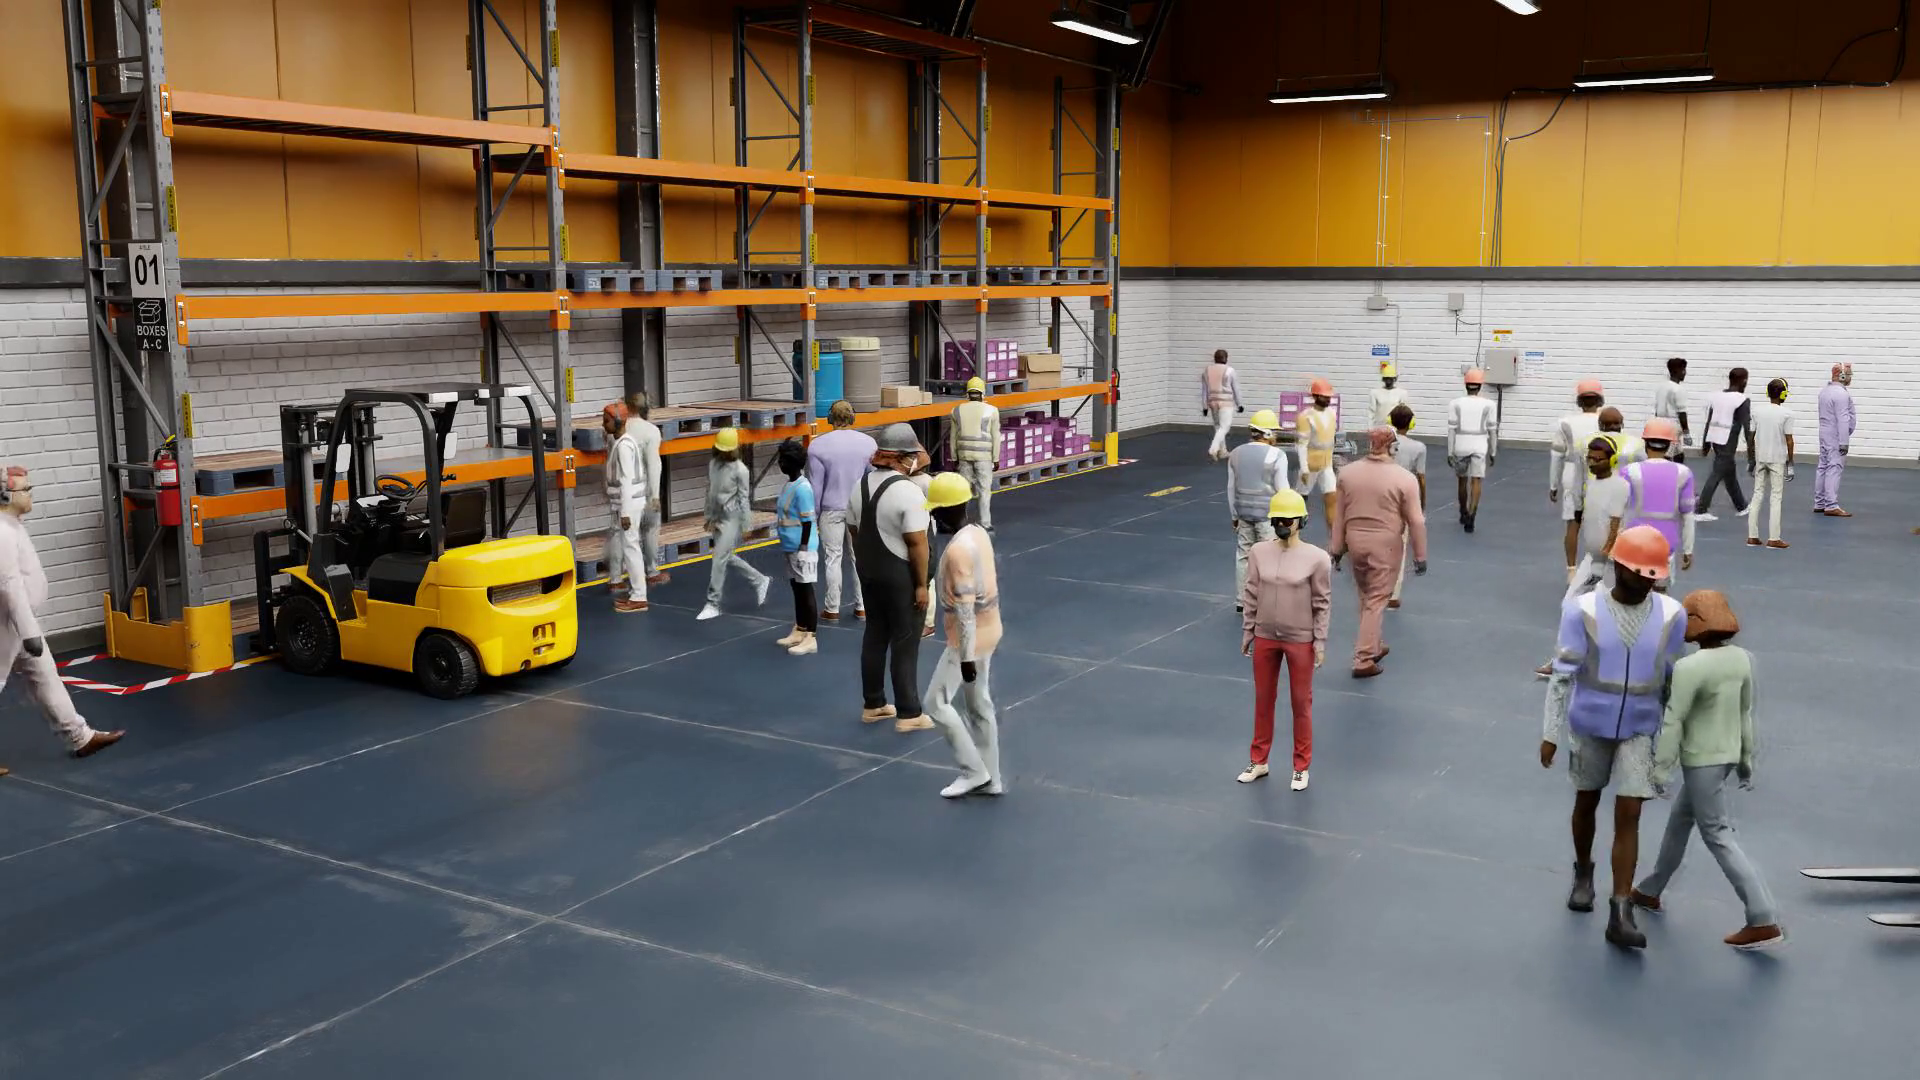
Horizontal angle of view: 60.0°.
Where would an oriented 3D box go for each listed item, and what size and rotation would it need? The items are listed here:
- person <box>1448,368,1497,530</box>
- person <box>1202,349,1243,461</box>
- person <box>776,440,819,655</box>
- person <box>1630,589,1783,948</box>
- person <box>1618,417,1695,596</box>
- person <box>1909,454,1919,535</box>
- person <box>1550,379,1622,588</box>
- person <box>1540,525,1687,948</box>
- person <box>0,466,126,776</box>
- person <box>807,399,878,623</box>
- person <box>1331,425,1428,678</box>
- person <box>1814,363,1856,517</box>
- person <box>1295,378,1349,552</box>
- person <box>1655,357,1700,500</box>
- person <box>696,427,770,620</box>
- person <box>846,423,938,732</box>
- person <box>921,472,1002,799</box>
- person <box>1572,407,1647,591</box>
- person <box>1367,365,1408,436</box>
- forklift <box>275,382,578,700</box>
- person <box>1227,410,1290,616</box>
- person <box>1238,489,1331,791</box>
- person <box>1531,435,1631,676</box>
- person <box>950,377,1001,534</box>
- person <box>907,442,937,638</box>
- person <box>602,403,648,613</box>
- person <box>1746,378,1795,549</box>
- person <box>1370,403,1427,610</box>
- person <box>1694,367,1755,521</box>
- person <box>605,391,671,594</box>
[{"bbox_3d":[6.039,-1.079,19.650,0.556,1.906,0.912,3,10,18],"label":"person"},{"bbox_3d":[4.194,-2.177,26.801,0.626,1.808,0.868,8,12,42],"label":"person"},{"bbox_3d":[-1.287,0.056,13.185,0.322,1.699,0.536,-3,10,-19],"label":"person"},{"bbox_3d":[3.413,1.020,7.566,0.531,1.586,0.862,-6,11,-35],"label":"person"},{"bbox_3d":[5.282,0.026,12.704,0.582,1.915,0.513,1,9,7],"label":"person"},{"bbox_3d":[11.245,-0.987,19.020,0.547,1.919,0.648,2,9,10],"label":"person"},{"bbox_3d":[6.010,-0.542,15.997,0.630,2.006,0.869,4,10,26],"label":"person"},{"bbox_3d":[2.966,0.864,7.527,0.601,1.885,0.917,2,9,12],"label":"person"},{"bbox_3d":[-5.625,0.487,10.005,0.976,1.854,0.668,-4,10,-24],"label":"person"},{"bbox_3d":[-1.012,-0.248,14.345,0.629,1.940,0.372,-4,10,-22],"label":"person"},{"bbox_3d":[3.220,0.070,12.544,0.683,1.871,0.880,9,12,43],"label":"person"},{"bbox_3d":[10.917,-1.252,20.708,0.407,1.908,0.641,1,9,6],"label":"person"},{"bbox_3d":[3.893,-0.825,18.133,0.568,1.883,1.013,-5,10,-28],"label":"person"},{"bbox_3d":[9.323,-1.458,21.949,0.967,1.928,0.606,0,9,2],"label":"person"},{"bbox_3d":[-1.990,-0.169,14.602,0.536,1.694,0.745,9,13,44],"label":"person"},{"bbox_3d":[-0.400,0.231,11.035,0.535,2.000,0.686,-8,12,-41],"label":"person"},{"bbox_3d":[0.031,0.555,9.441,0.471,1.897,0.622,3,9,16],"label":"person"},{"bbox_3d":[5.973,-0.307,15.146,0.647,1.789,0.944,9,13,43],"label":"person"},{"bbox_3d":[6.049,-1.616,23.510,0.527,1.745,0.790,4,10,24],"label":"person"},{"bbox_3d":[-3.974,-0.067,12.417,2.313,2.155,1.214,5,11,30],"label":"forklift"},{"bbox_3d":[2.619,-0.223,14.526,0.591,1.829,0.404,8,12,42],"label":"person"},{"bbox_3d":[1.893,0.579,9.717,0.523,1.769,0.315,5,11,31],"label":"person"},{"bbox_3d":[4.603,0.155,12.189,0.829,1.831,0.484,-3,10,-18],"label":"person"},{"bbox_3d":[0.179,-0.976,19.287,0.608,1.821,0.414,3,10,20],"label":"person"},{"bbox_3d":[-0.371,-0.003,13.768,0.285,1.631,0.501,-7,11,-35],"label":"person"},{"bbox_3d":[-2.989,-0.292,14.850,0.365,1.873,0.594,-2,9,-13],"label":"person"},{"bbox_3d":[8.906,-0.841,18.263,0.310,1.868,0.532,-6,11,-35],"label":"person"},{"bbox_3d":[3.903,-0.297,14.897,0.560,1.855,0.396,4,10,24],"label":"person"},{"bbox_3d":[9.423,-1.159,20.248,1.018,1.864,0.591,-2,9,-10],"label":"person"},{"bbox_3d":[-3.058,-0.461,15.778,0.766,1.893,0.876,5,10,28],"label":"person"}]
